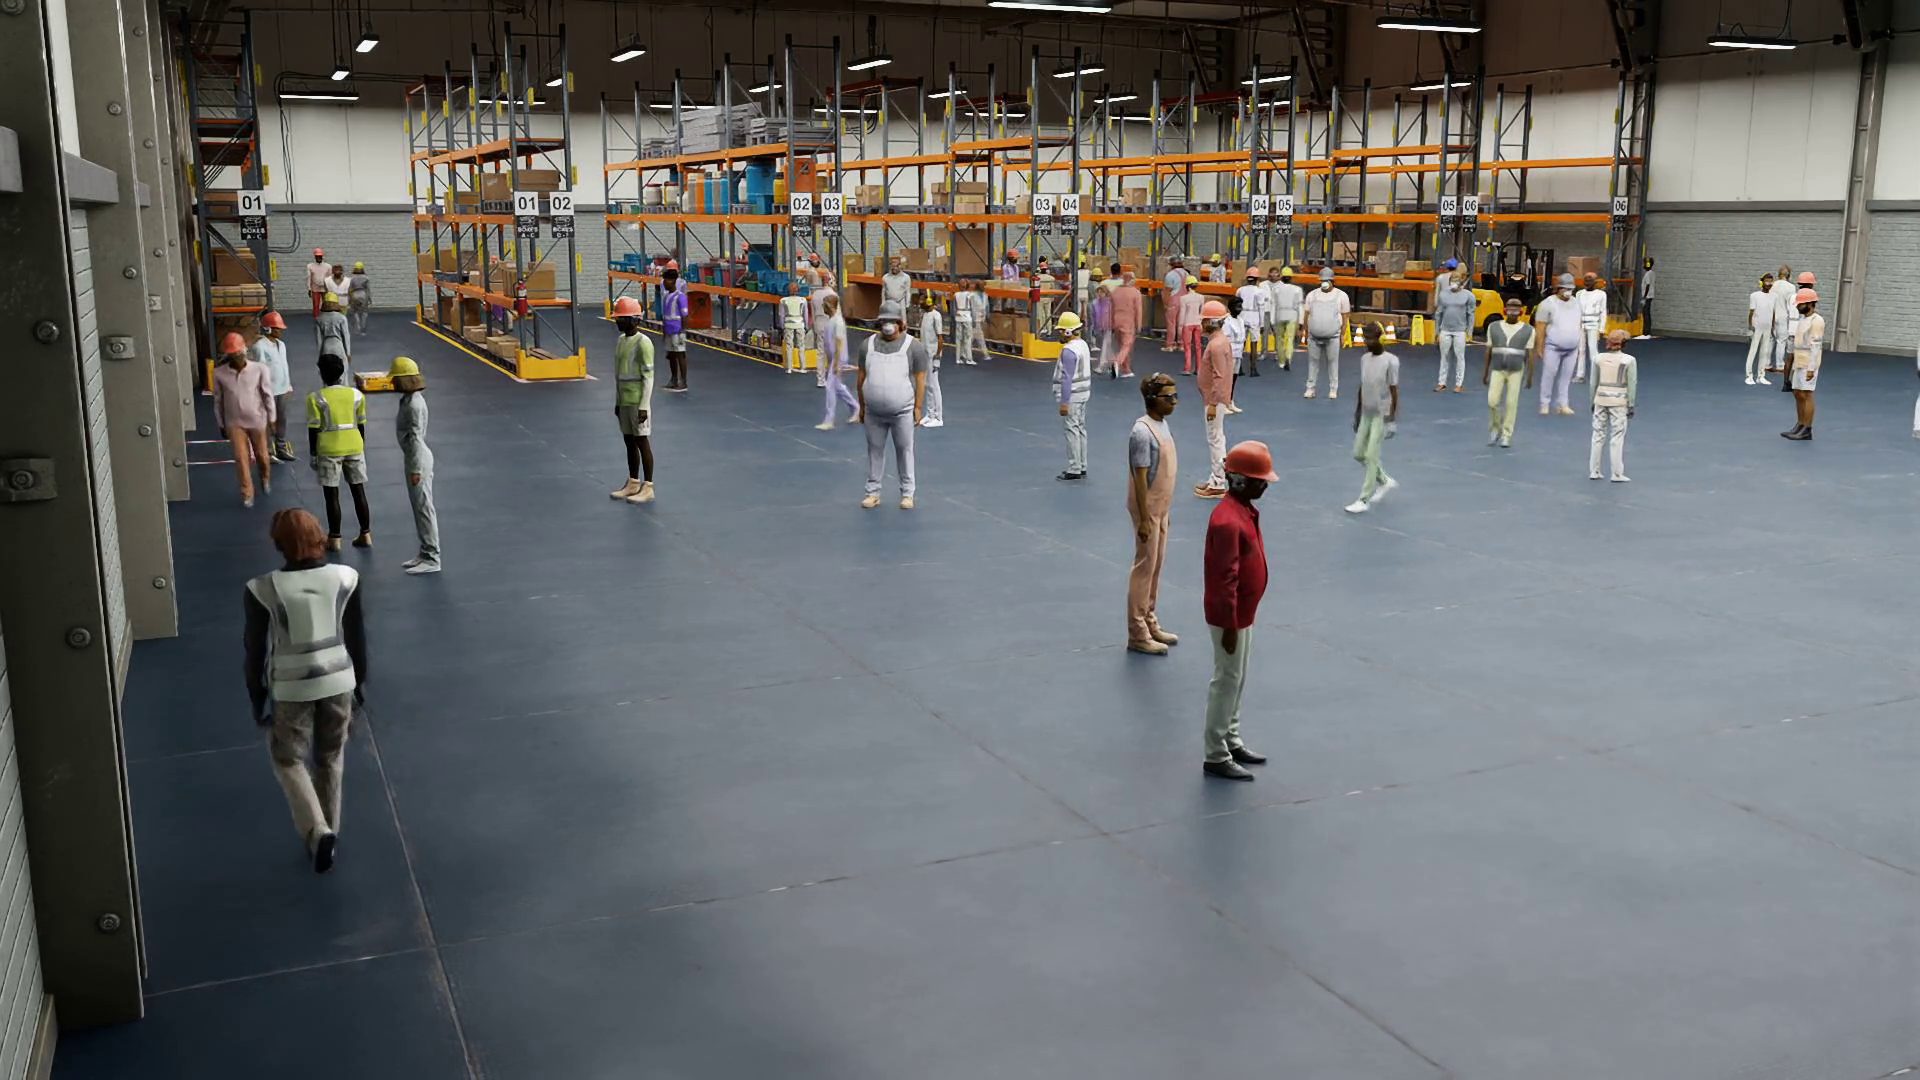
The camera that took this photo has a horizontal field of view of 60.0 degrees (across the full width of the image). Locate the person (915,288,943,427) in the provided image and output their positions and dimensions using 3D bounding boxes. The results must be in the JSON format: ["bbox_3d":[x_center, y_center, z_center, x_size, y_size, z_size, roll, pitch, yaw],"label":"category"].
[{"bbox_3d":[-0.413,-2.460,22.482,0.311,1.865,0.534,-5,12,-23],"label":"person"}]

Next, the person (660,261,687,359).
[{"bbox_3d":[-5.657,-4.532,32.830,0.551,1.934,0.373,-5,12,-25],"label":"person"}]

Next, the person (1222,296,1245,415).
[{"bbox_3d":[3.902,-2.645,23.838,0.319,1.698,0.539,8,14,36],"label":"person"}]

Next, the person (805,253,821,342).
[{"bbox_3d":[-3.276,-5.427,37.284,0.425,1.982,0.629,-4,12,-19],"label":"person"}]

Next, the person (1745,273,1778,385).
[{"bbox_3d":[13.492,-3.535,27.960,0.513,1.861,0.328,-2,11,-10],"label":"person"}]

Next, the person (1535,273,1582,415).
[{"bbox_3d":[8.585,-2.805,23.787,0.697,2.000,0.582,-2,11,-11],"label":"person"}]

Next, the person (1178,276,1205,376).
[{"bbox_3d":[4.100,-3.799,29.541,0.522,1.768,0.312,-6,13,-28],"label":"person"}]

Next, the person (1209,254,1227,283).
[{"bbox_3d":[6.667,-6.513,43.201,0.404,1.825,0.594,-6,13,-28],"label":"person"}]

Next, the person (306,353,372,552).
[{"bbox_3d":[-5.314,-0.747,14.228,0.322,1.691,0.533,10,15,41],"label":"person"}]

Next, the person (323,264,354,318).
[{"bbox_3d":[-13.345,-5.029,35.732,0.576,1.799,0.921,-5,12,-26],"label":"person"}]

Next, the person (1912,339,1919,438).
[{"bbox_3d":[12.508,-2.223,21.252,0.576,1.876,0.342,-1,11,-4],"label":"person"}]

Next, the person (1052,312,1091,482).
[{"bbox_3d":[1.198,-1.541,17.940,0.403,1.821,0.591,4,12,18],"label":"person"}]

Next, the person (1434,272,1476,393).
[{"bbox_3d":[7.948,-3.342,26.779,0.637,1.936,0.355,8,13,34],"label":"person"}]

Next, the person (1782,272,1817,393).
[{"bbox_3d":[13.471,-3.316,26.648,0.359,1.938,0.545,-2,11,-10],"label":"person"}]

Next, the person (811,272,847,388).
[{"bbox_3d":[-2.153,-3.447,27.394,0.642,1.909,0.408,10,15,42],"label":"person"}]

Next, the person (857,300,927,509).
[{"bbox_3d":[-0.688,-1.316,16.219,0.683,2.000,0.538,2,11,10],"label":"person"}]

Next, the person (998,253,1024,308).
[{"bbox_3d":[1.523,-7.880,50.412,0.889,1.701,0.585,3,12,16],"label":"person"}]

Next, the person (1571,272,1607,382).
[{"bbox_3d":[10.702,-3.592,28.236,0.431,1.878,0.621,-9,14,-37],"label":"person"}]

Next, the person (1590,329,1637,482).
[{"bbox_3d":[7.006,-1.440,17.878,0.315,1.638,0.515,-8,14,-37],"label":"person"}]

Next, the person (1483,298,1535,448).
[{"bbox_3d":[6.734,-2.044,20.434,0.606,1.830,0.534,5,12,24],"label":"person"}]

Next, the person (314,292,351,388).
[{"bbox_3d":[-9.048,-2.706,24.056,0.485,1.740,0.304,0,11,-1],"label":"person"}]

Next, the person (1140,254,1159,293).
[{"bbox_3d":[4.900,-6.491,42.954,0.507,1.872,0.329,3,11,14],"label":"person"}]

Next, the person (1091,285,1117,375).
[{"bbox_3d":[2.607,-3.771,29.845,0.500,1.581,0.835,10,15,40],"label":"person"}]

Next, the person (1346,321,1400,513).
[{"bbox_3d":[4.013,-1.195,16.089,0.657,1.847,0.564,-6,13,-29],"label":"person"}]

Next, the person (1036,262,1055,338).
[{"bbox_3d":[1.919,-5.545,38.440,0.563,1.751,0.328,-4,12,-19],"label":"person"}]

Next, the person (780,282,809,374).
[{"bbox_3d":[-2.968,-3.789,29.807,0.514,1.641,0.308,-1,11,-7],"label":"person"}]

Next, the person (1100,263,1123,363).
[{"bbox_3d":[2.991,-4.370,32.059,0.589,1.916,0.393,3,12,16],"label":"person"}]

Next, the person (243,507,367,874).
[{"bbox_3d":[-2.811,0.663,7.225,0.520,1.620,0.562,-9,14,-37],"label":"person"}]

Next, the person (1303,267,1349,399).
[{"bbox_3d":[5.669,-3.217,25.882,0.687,2.000,0.538,5,12,22],"label":"person"}]

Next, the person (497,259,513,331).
[{"bbox_3d":[-11.113,-5.961,40.527,0.328,1.767,0.531,-4,12,-20],"label":"person"}]

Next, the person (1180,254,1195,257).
[{"bbox_3d":[7.208,-8.374,52.595,0.633,1.843,0.429,-6,13,-28],"label":"person"}]

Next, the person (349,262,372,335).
[{"bbox_3d":[-14.165,-5.704,39.323,0.505,1.724,0.551,-2,11,-11],"label":"person"}]

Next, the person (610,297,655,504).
[{"bbox_3d":[-3.274,-1.387,16.572,0.371,2.044,0.608,-9,14,-39],"label":"person"}]

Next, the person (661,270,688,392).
[{"bbox_3d":[-4.637,-3.389,26.942,0.362,1.963,0.614,-10,15,-40],"label":"person"}]

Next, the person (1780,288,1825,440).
[{"bbox_3d":[10.742,-2.235,21.191,0.383,1.926,0.550,1,11,4],"label":"person"}]
